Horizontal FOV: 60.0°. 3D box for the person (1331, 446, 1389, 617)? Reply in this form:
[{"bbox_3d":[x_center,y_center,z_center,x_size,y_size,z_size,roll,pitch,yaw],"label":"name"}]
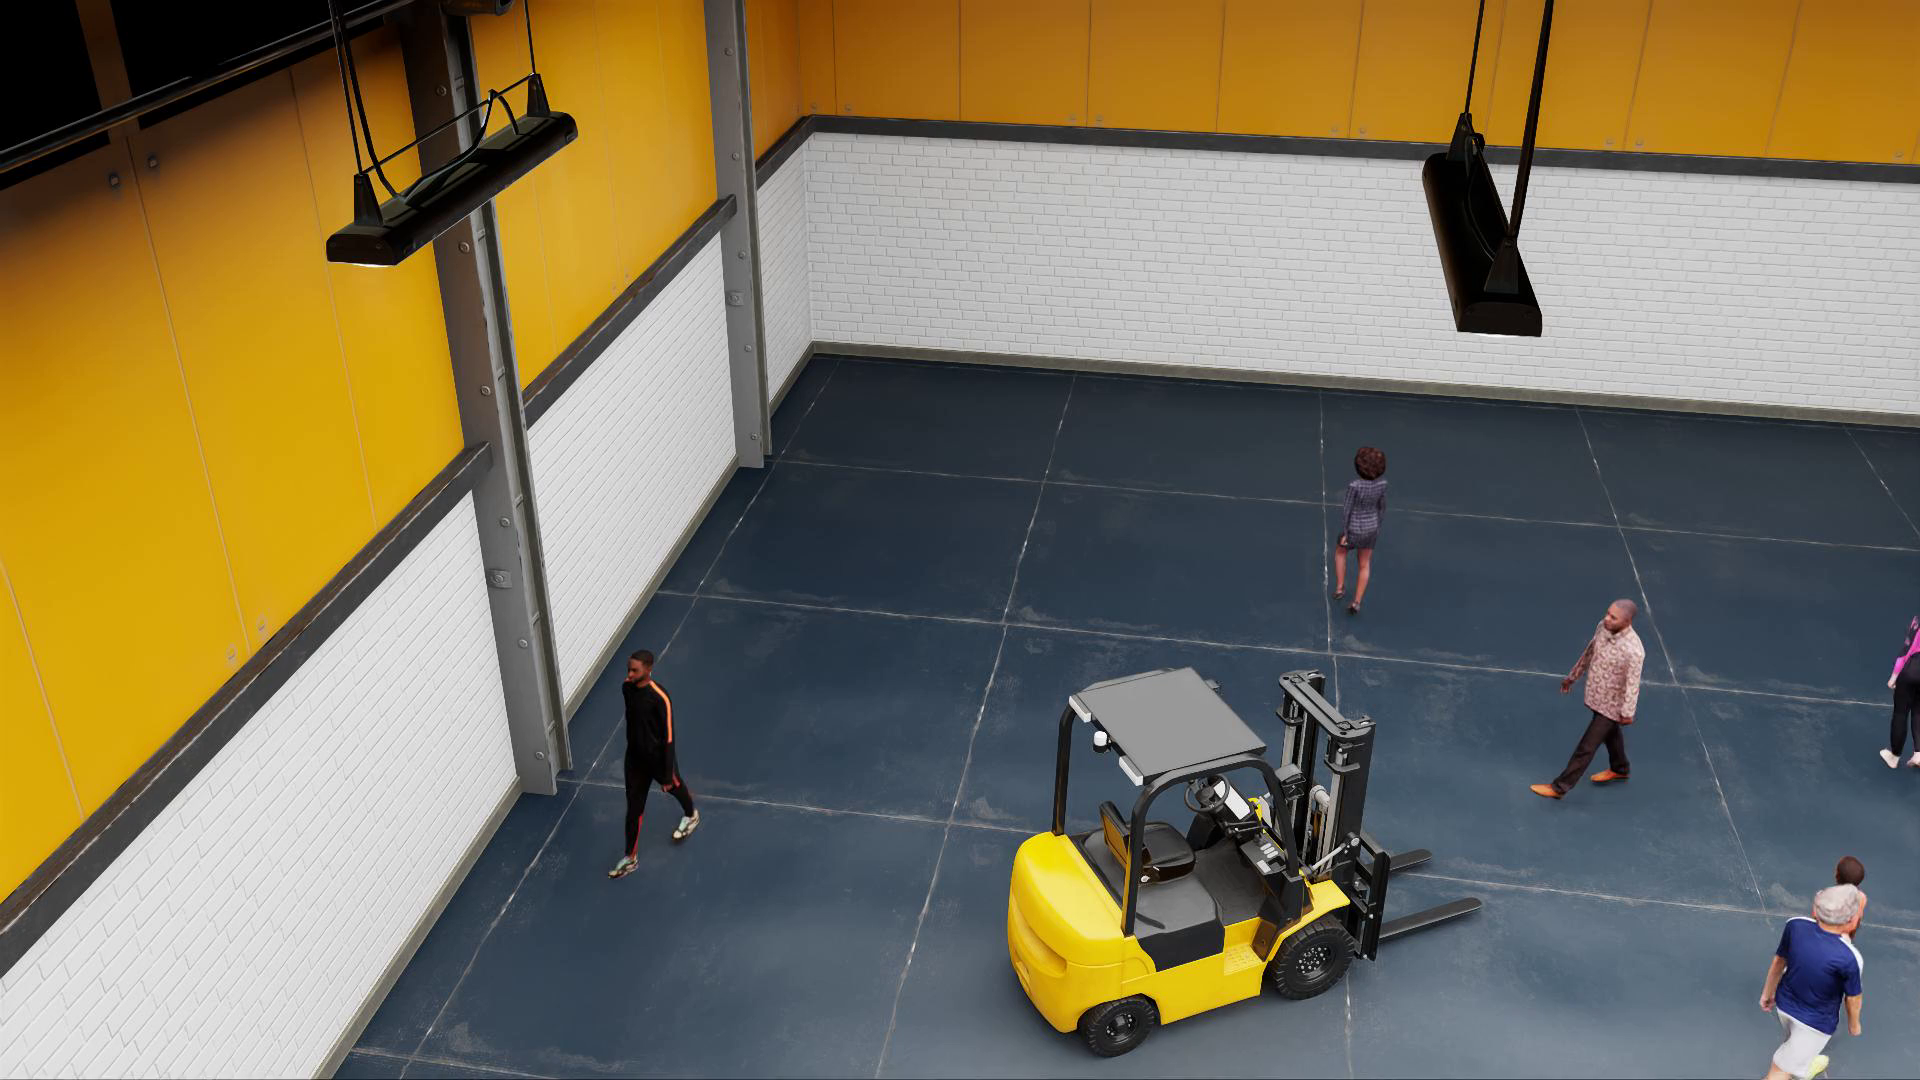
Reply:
[{"bbox_3d":[3.707,-0.031,15.257,0.758,1.681,0.808,-6,29,-11],"label":"person"}]

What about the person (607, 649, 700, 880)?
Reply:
[{"bbox_3d":[-2.198,1.566,12.251,0.934,1.758,1.258,16,32,26],"label":"person"}]

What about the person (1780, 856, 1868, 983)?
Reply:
[{"bbox_3d":[5.655,2.638,10.777,0.494,1.286,0.864,6,29,10],"label":"person"}]

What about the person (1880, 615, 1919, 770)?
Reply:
[{"bbox_3d":[7.581,1.119,13.090,0.614,1.737,0.717,0,29,1],"label":"person"}]

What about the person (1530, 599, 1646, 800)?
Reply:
[{"bbox_3d":[5.091,1.224,12.874,0.981,1.760,1.183,-3,29,-5],"label":"person"}]

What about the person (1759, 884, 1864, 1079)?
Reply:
[{"bbox_3d":[4.952,2.853,9.865,1.132,1.782,1.195,-12,31,-21],"label":"person"}]
